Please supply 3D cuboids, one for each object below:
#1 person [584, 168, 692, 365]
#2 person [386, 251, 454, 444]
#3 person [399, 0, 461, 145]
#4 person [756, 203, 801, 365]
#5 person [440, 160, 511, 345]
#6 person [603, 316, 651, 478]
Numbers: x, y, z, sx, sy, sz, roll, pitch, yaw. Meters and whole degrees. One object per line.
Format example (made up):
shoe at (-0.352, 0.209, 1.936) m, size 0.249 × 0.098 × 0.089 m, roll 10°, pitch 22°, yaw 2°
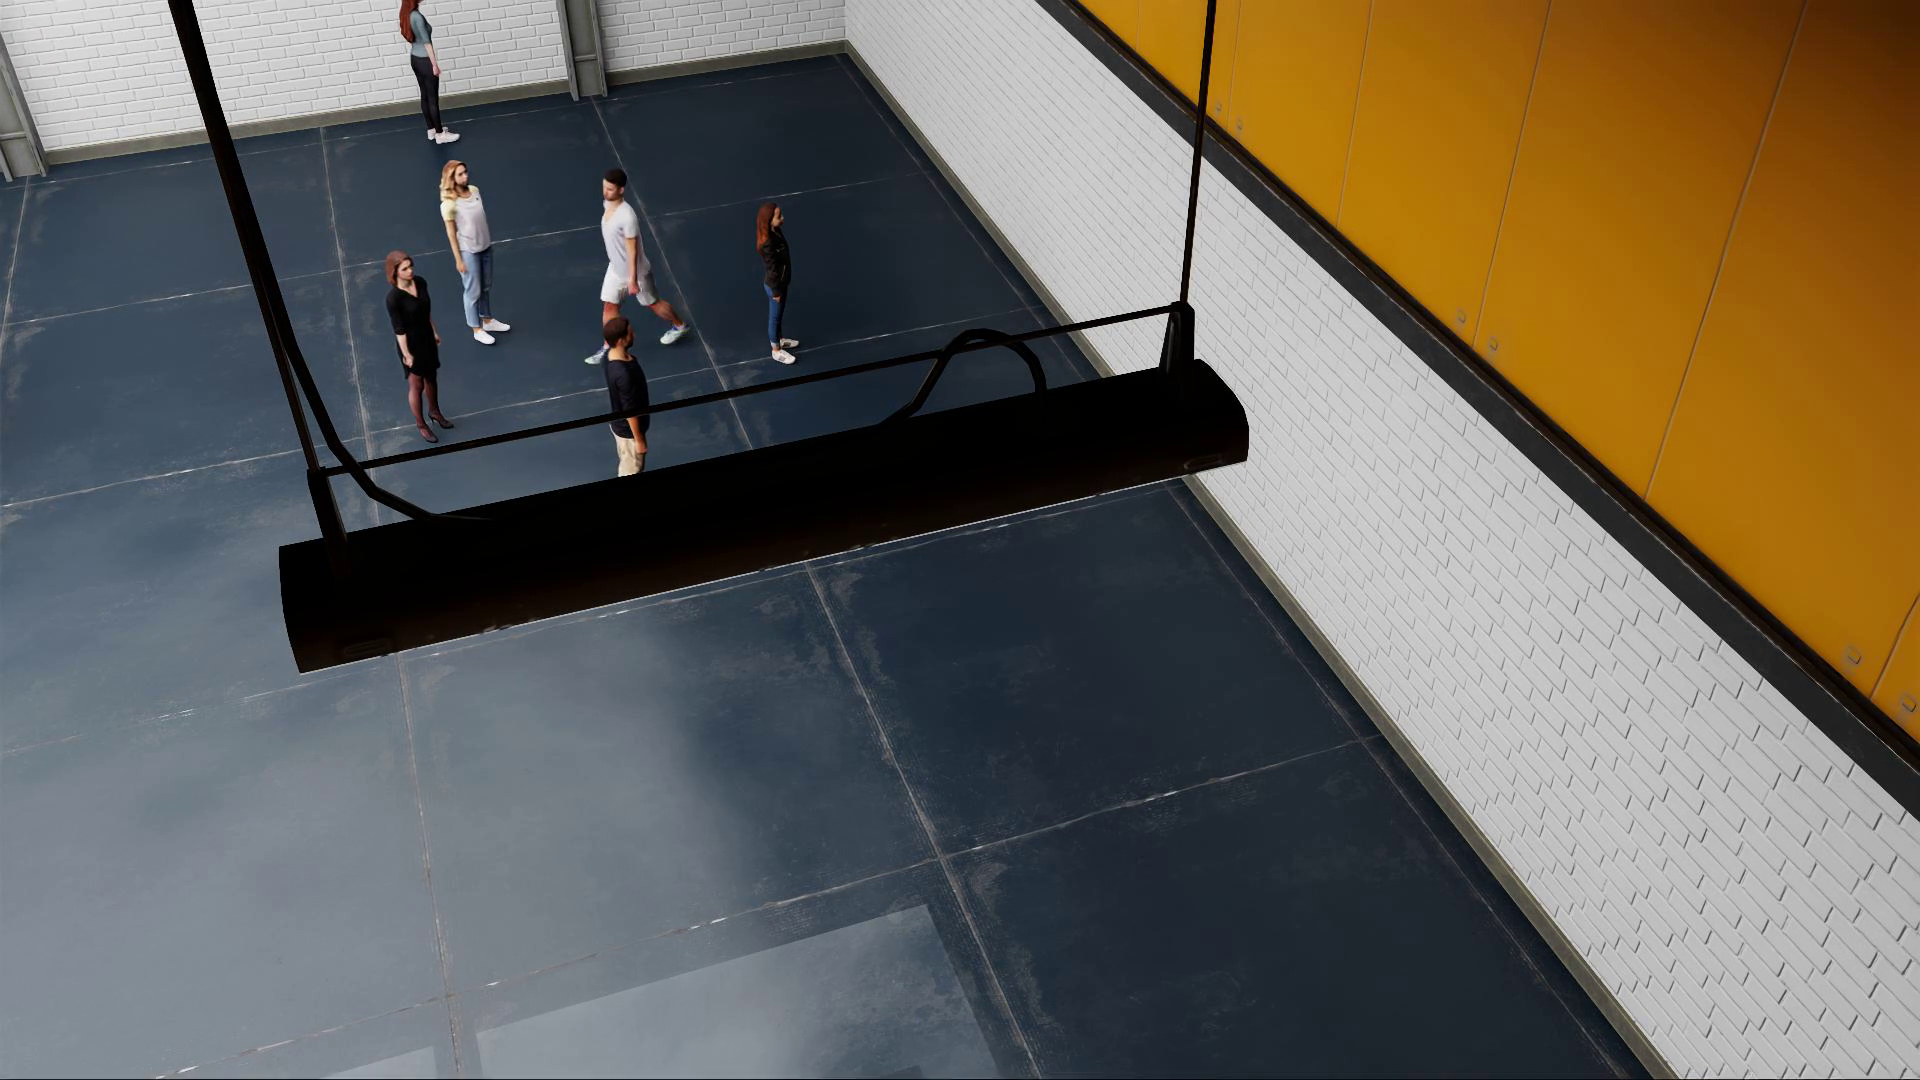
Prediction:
person at (-2.770, -2.384, 14.394) m, size 1.323 × 1.805 × 0.934 m, roll -23°, pitch 44°, yaw -26°
person at (-4.395, -1.580, 13.468) m, size 0.701 × 1.705 × 0.652 m, roll 14°, pitch 41°, yaw 17°
person at (-5.758, -5.126, 17.877) m, size 0.649 × 1.743 × 0.645 m, roll -28°, pitch 46°, yaw -31°
person at (-1.606, -2.264, 14.502) m, size 0.621 × 1.484 × 0.626 m, roll 1°, pitch 39°, yaw 1°
person at (-4.307, -2.553, 14.672) m, size 0.755 × 1.723 × 0.710 m, roll 13°, pitch 41°, yaw 16°
person at (-2.482, -0.843, 12.427) m, size 0.550 × 1.851 × 0.639 m, roll -14°, pitch 41°, yaw -17°
